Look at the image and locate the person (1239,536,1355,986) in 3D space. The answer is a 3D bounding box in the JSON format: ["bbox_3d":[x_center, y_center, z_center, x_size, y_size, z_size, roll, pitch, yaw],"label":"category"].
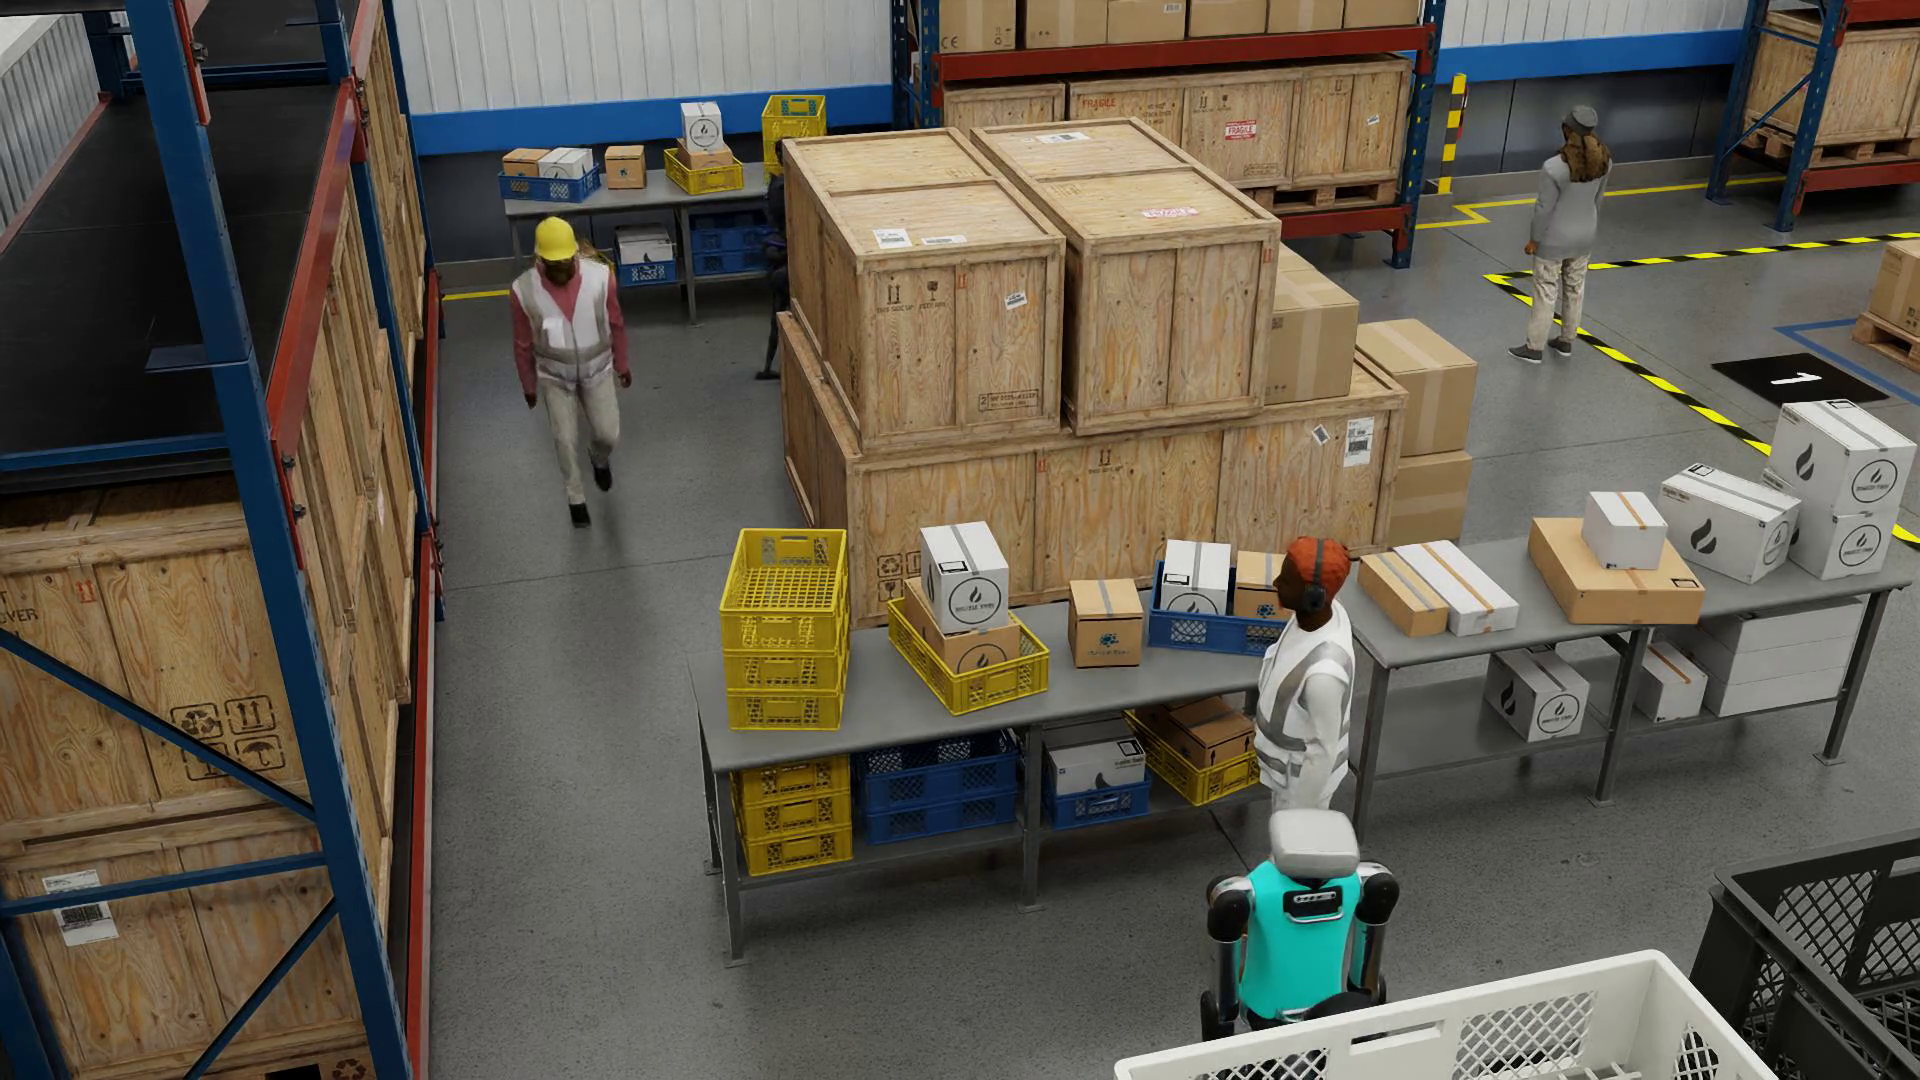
[{"bbox_3d":[1.199,0.821,5.954,0.354,1.883,0.572,3,29,6],"label":"person"}]

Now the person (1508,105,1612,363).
[{"bbox_3d":[4.107,-2.066,11.309,0.562,1.769,0.393,-12,31,-21],"label":"person"}]

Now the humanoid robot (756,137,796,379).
[{"bbox_3d":[-1.132,-1.846,11.021,0.541,1.641,0.592,-6,29,-11],"label":"humanoid robot"}]

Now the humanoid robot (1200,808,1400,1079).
[{"bbox_3d":[0.967,1.603,4.582,0.531,1.690,0.741,-5,29,-9],"label":"humanoid robot"}]

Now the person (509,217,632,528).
[{"bbox_3d":[-2.136,-0.939,9.212,0.630,1.815,0.508,-10,30,-17],"label":"person"}]

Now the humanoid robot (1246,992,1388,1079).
[{"bbox_3d":[0.889,1.813,4.365,0.315,1.655,0.601,-16,33,-26],"label":"humanoid robot"}]
